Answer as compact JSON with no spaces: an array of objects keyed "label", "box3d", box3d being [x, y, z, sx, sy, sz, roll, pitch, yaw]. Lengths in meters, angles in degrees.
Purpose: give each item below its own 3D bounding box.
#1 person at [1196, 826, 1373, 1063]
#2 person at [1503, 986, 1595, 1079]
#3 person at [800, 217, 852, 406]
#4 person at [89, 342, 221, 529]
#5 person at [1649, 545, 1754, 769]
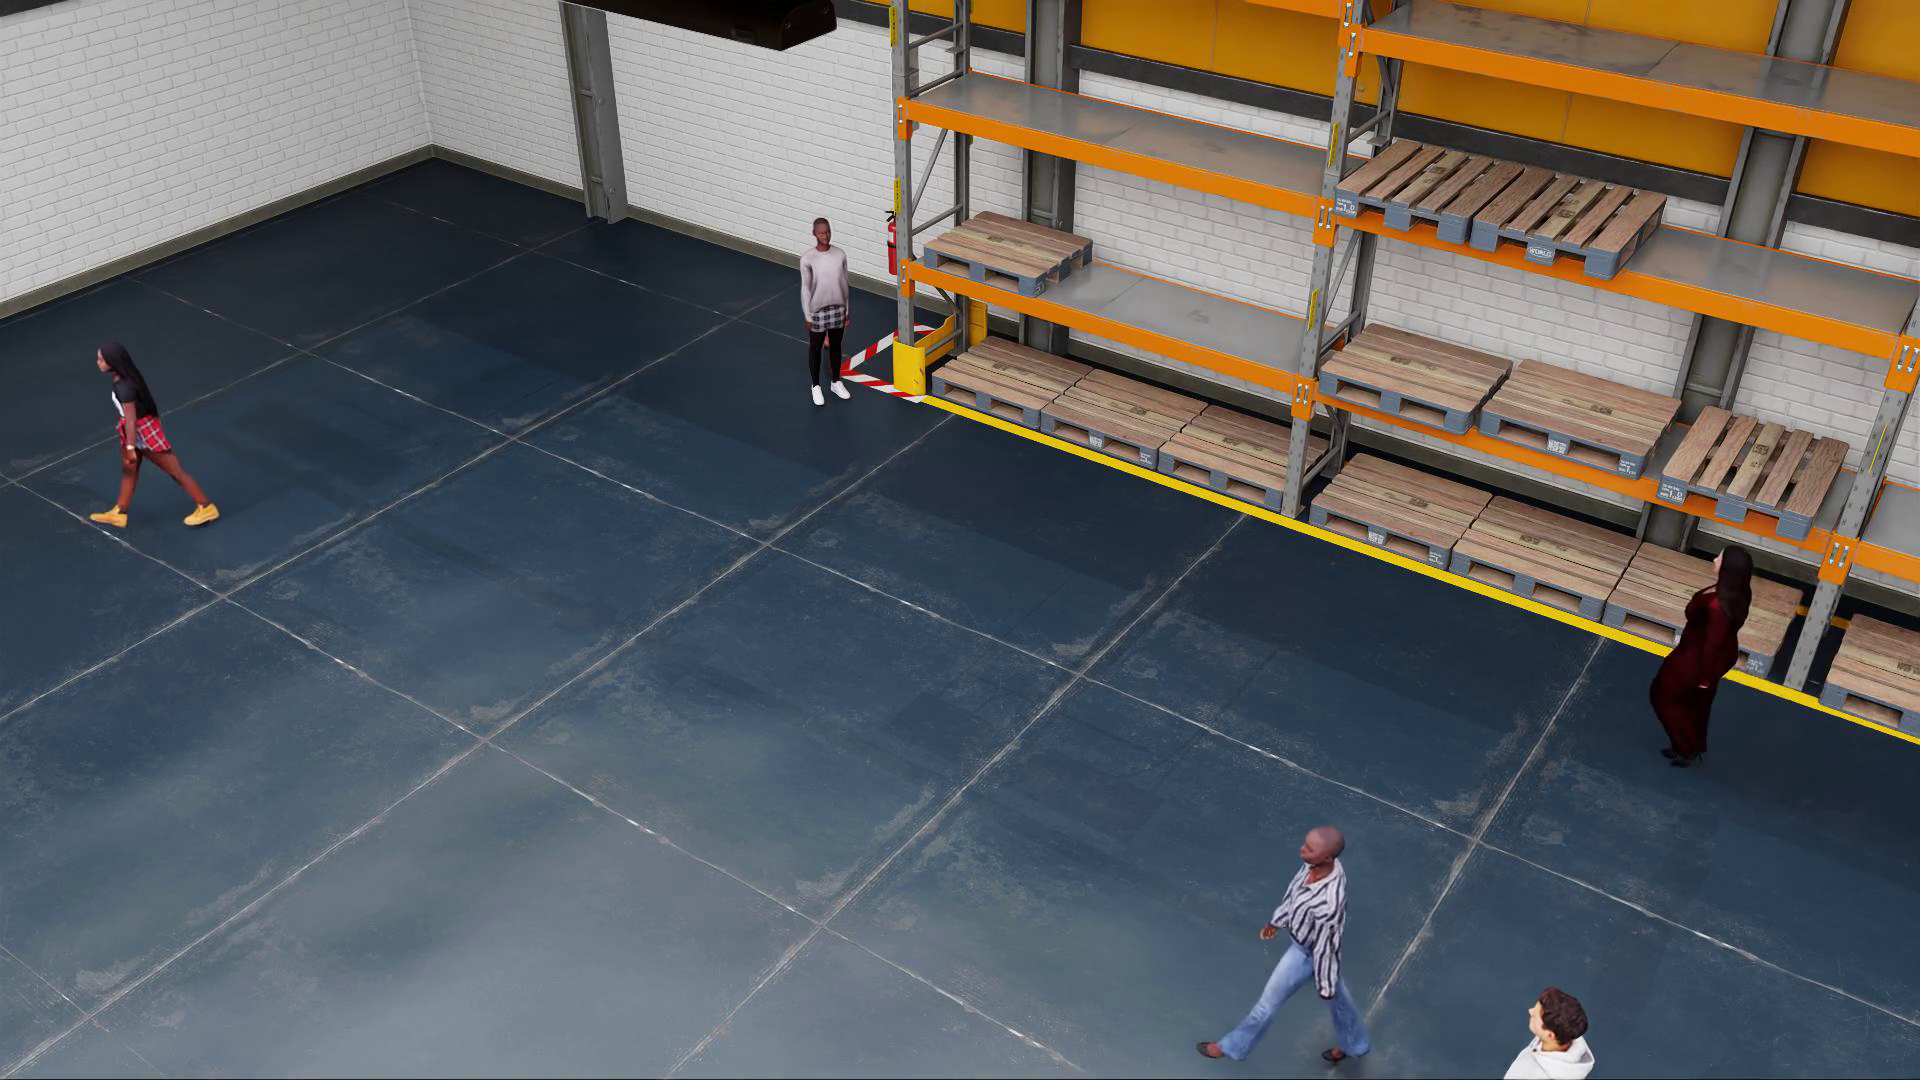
[{"label":"person","box3d":[1.943,2.192,8.782,1.261,1.738,0.984,5,34,7]},{"label":"person","box3d":[2.638,2.786,7.715,0.593,1.930,0.686,19,38,27]},{"label":"person","box3d":[-1.233,-2.111,15.226,0.695,1.772,0.696,-15,37,-22]},{"label":"person","box3d":[-6.435,-0.819,13.370,1.035,1.675,1.186,-15,37,-22]},{"label":"person","box3d":[4.936,0.809,10.854,0.685,1.748,0.687,25,41,32]}]
